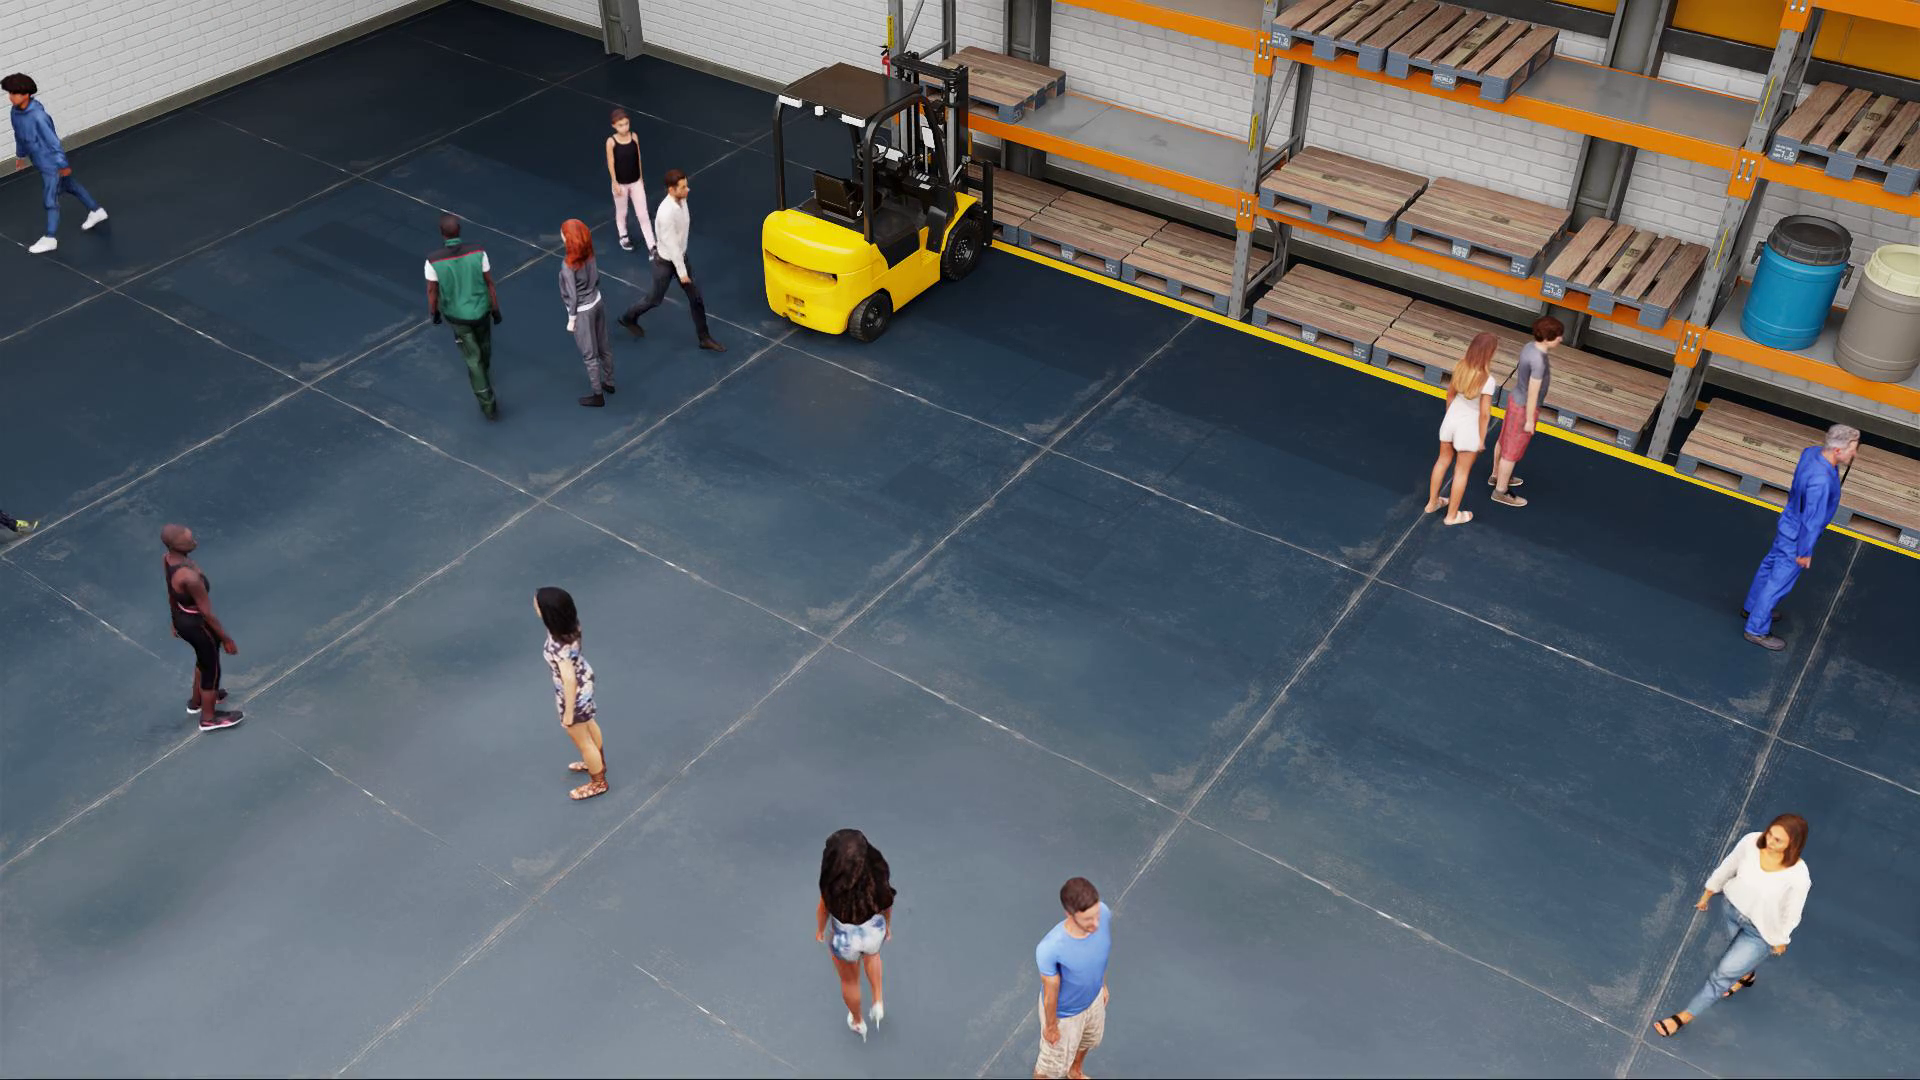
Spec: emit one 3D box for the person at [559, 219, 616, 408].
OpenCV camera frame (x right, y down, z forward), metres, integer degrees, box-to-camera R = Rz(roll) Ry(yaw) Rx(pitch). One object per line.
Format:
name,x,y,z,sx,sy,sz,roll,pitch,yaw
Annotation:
person,-3.212,-1.961,14.294,0.569,1.779,0.623,15,41,17

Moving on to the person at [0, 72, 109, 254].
person,-9.062,-3.835,16.653,1.103,1.764,0.785,26,46,29

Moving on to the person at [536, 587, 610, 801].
person,-2.473,0.966,10.666,0.713,1.732,0.664,-4,39,-5

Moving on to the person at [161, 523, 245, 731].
person,-5.165,0.606,11.120,0.656,1.728,0.812,25,45,28

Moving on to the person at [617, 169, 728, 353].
person,-2.694,-2.472,14.919,1.351,1.798,0.885,12,40,15

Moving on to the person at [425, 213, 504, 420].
person,-4.177,-1.871,14.177,1.109,1.784,1.305,-16,41,-19

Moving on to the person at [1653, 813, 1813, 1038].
person,4.498,2.097,9.321,1.056,1.643,1.102,-15,41,-18

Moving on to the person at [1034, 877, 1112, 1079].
person,0.587,2.413,8.749,0.686,1.864,0.624,-30,48,-32

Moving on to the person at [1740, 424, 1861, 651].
person,5.976,-0.060,11.876,0.673,1.826,0.781,11,40,14

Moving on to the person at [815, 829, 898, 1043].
person,-0.543,2.244,9.162,0.687,1.612,0.735,-17,42,-20

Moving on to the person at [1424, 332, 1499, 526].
person,3.938,-0.884,13.012,0.715,1.695,0.619,-20,43,-23

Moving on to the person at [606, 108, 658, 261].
person,-3.335,-3.546,16.487,0.792,1.519,1.061,-20,43,-24

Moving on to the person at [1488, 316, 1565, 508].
person,4.490,-1.058,13.266,0.659,1.650,0.664,7,39,9
